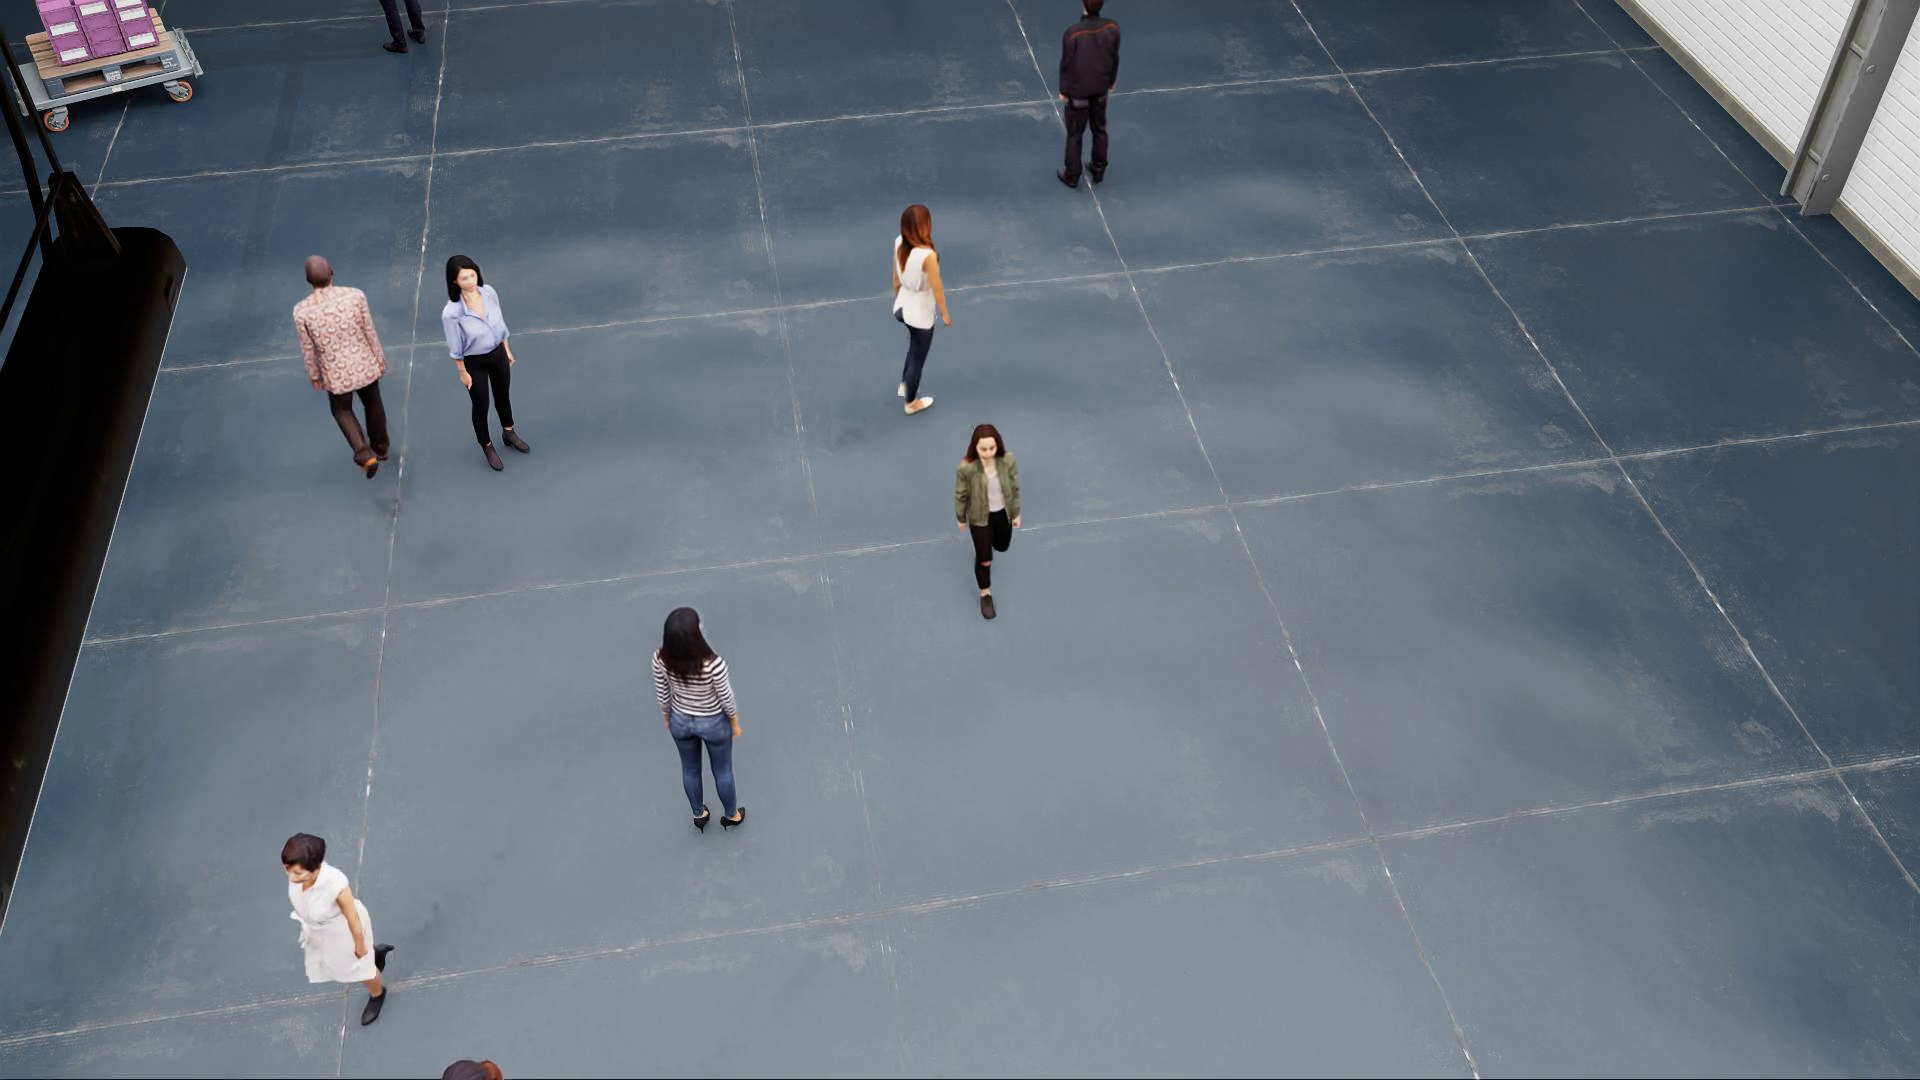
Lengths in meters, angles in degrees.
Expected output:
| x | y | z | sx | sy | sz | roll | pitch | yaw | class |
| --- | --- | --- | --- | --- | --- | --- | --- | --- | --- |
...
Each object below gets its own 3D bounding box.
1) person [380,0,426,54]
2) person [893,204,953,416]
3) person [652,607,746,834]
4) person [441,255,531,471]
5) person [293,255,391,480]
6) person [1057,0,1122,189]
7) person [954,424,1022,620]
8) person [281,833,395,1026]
| x | y | z | sx | sy | sz | roll | pitch | yaw | class |
| --- | --- | --- | --- | --- | --- | --- | --- | --- | --- |
| -5.708 | -5.781 | 16.548 | 0.861 | 1.842 | 0.792 | 24 | 49 | 23 | person |
| -0.394 | -1.635 | 12.245 | 0.757 | 1.776 | 0.650 | -27 | 50 | -25 | person |
| -1.473 | 1.049 | 9.412 | 0.647 | 1.796 | 0.607 | 7 | 44 | 7 | person |
| -3.408 | -1.283 | 11.897 | 0.771 | 1.744 | 0.727 | 29 | 51 | 27 | person |
| -4.300 | -1.181 | 11.758 | 0.886 | 1.788 | 1.026 | -23 | 48 | -22 | person |
| 1.134 | -3.988 | 14.668 | 0.766 | 1.839 | 0.646 | -16 | 46 | -16 | person |
| 0.183 | -0.208 | 10.976 | 0.656 | 1.459 | 0.911 | -11 | 45 | -12 | person |
| -3.188 | 1.957 | 8.644 | 0.759 | 1.541 | 0.836 | 20 | 47 | 20 | person |
